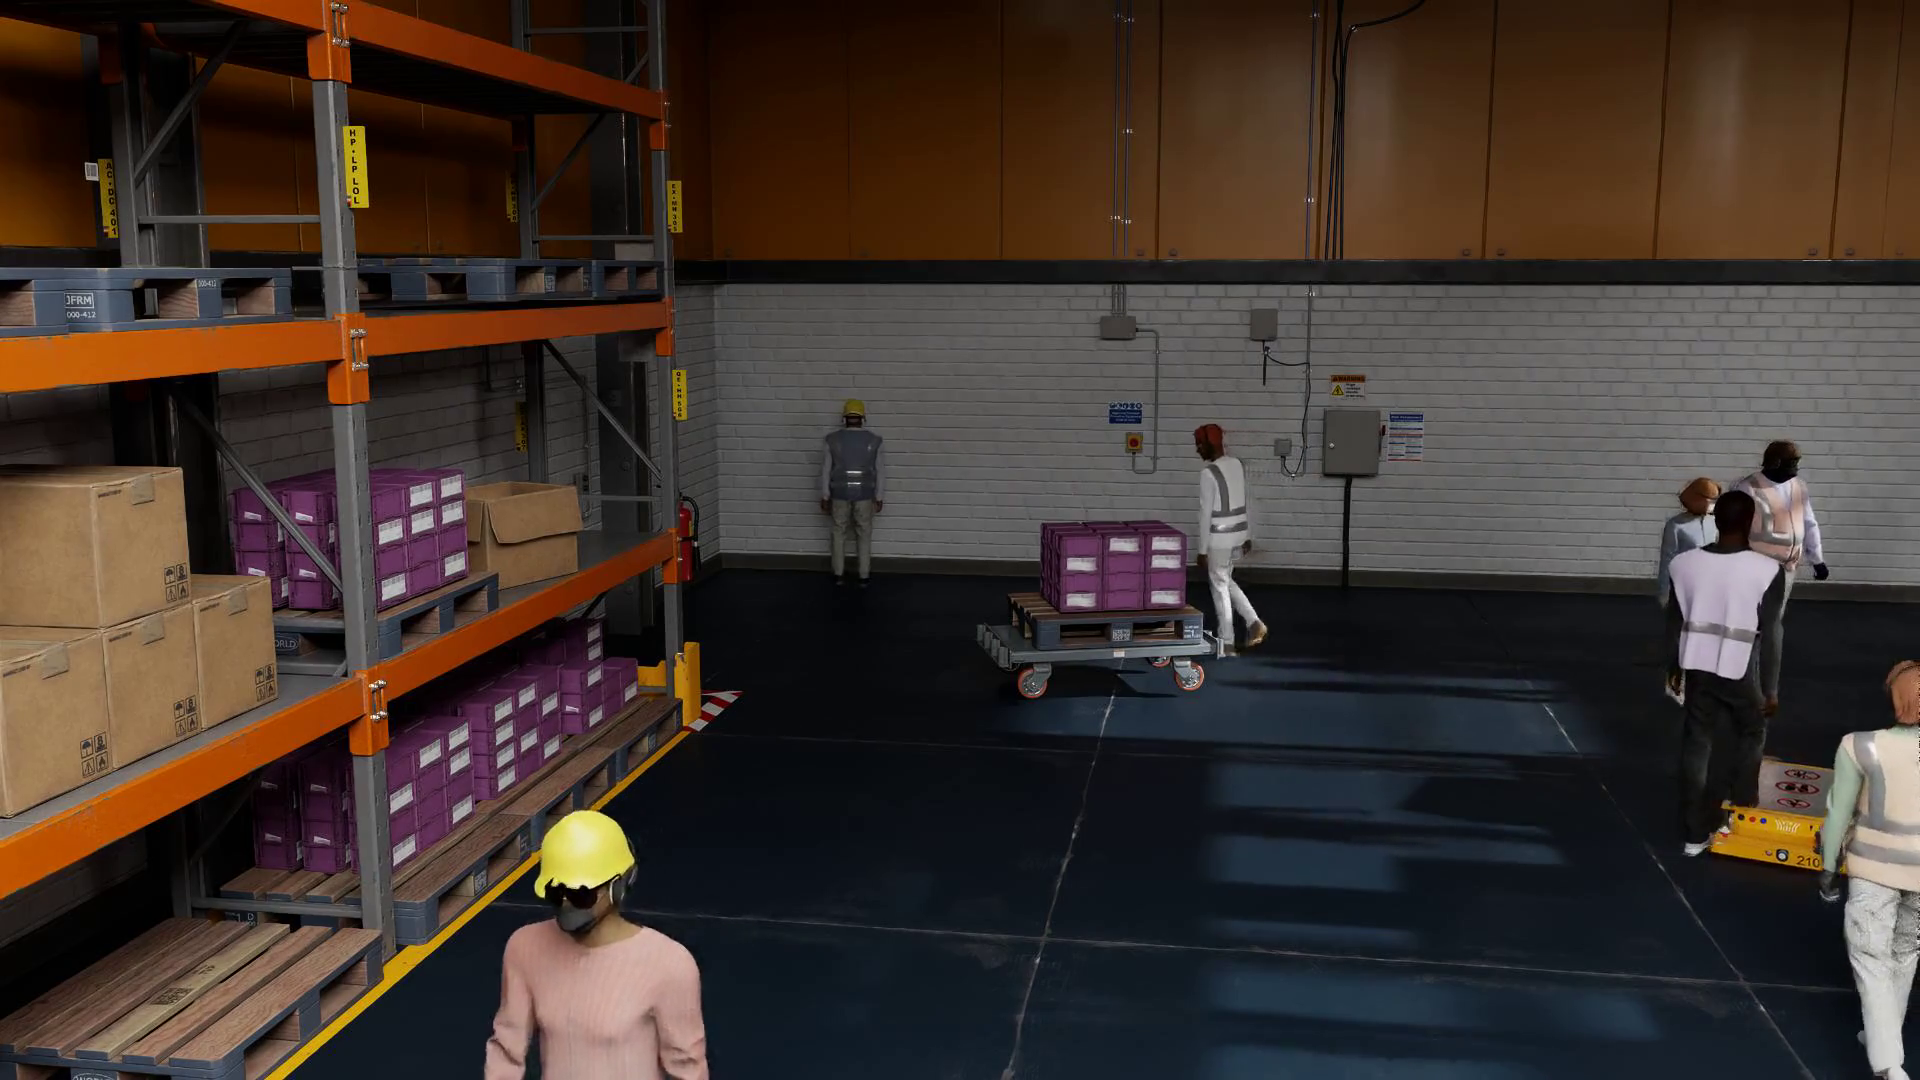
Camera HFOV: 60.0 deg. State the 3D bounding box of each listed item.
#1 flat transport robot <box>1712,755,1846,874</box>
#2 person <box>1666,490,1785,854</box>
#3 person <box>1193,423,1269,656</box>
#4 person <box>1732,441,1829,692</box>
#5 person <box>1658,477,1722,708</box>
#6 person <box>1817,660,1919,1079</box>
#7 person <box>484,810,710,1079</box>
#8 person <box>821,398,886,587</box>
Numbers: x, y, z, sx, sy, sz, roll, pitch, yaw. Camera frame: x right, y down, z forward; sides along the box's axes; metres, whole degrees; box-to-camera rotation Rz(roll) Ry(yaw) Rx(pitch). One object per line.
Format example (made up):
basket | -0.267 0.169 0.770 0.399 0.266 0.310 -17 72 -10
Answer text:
flat transport robot | 4.517 1.452 8.982 0.652 0.197 1.431 6 11 31
person | 4.035 0.679 8.738 0.723 1.892 0.637 -9 13 -43
person | 2.087 0.012 12.967 0.487 1.856 0.660 8 12 41
person | 5.887 0.175 12.111 0.643 1.811 0.621 -3 10 -20
person | 5.114 0.369 11.550 0.487 1.612 0.543 -5 10 -26
person | 3.456 1.253 6.103 0.525 1.607 0.737 2 9 14
person | -0.923 1.517 4.059 0.530 1.741 0.715 4 10 22
person | -1.018 -0.443 15.886 0.623 1.823 0.404 -1 9 -9
